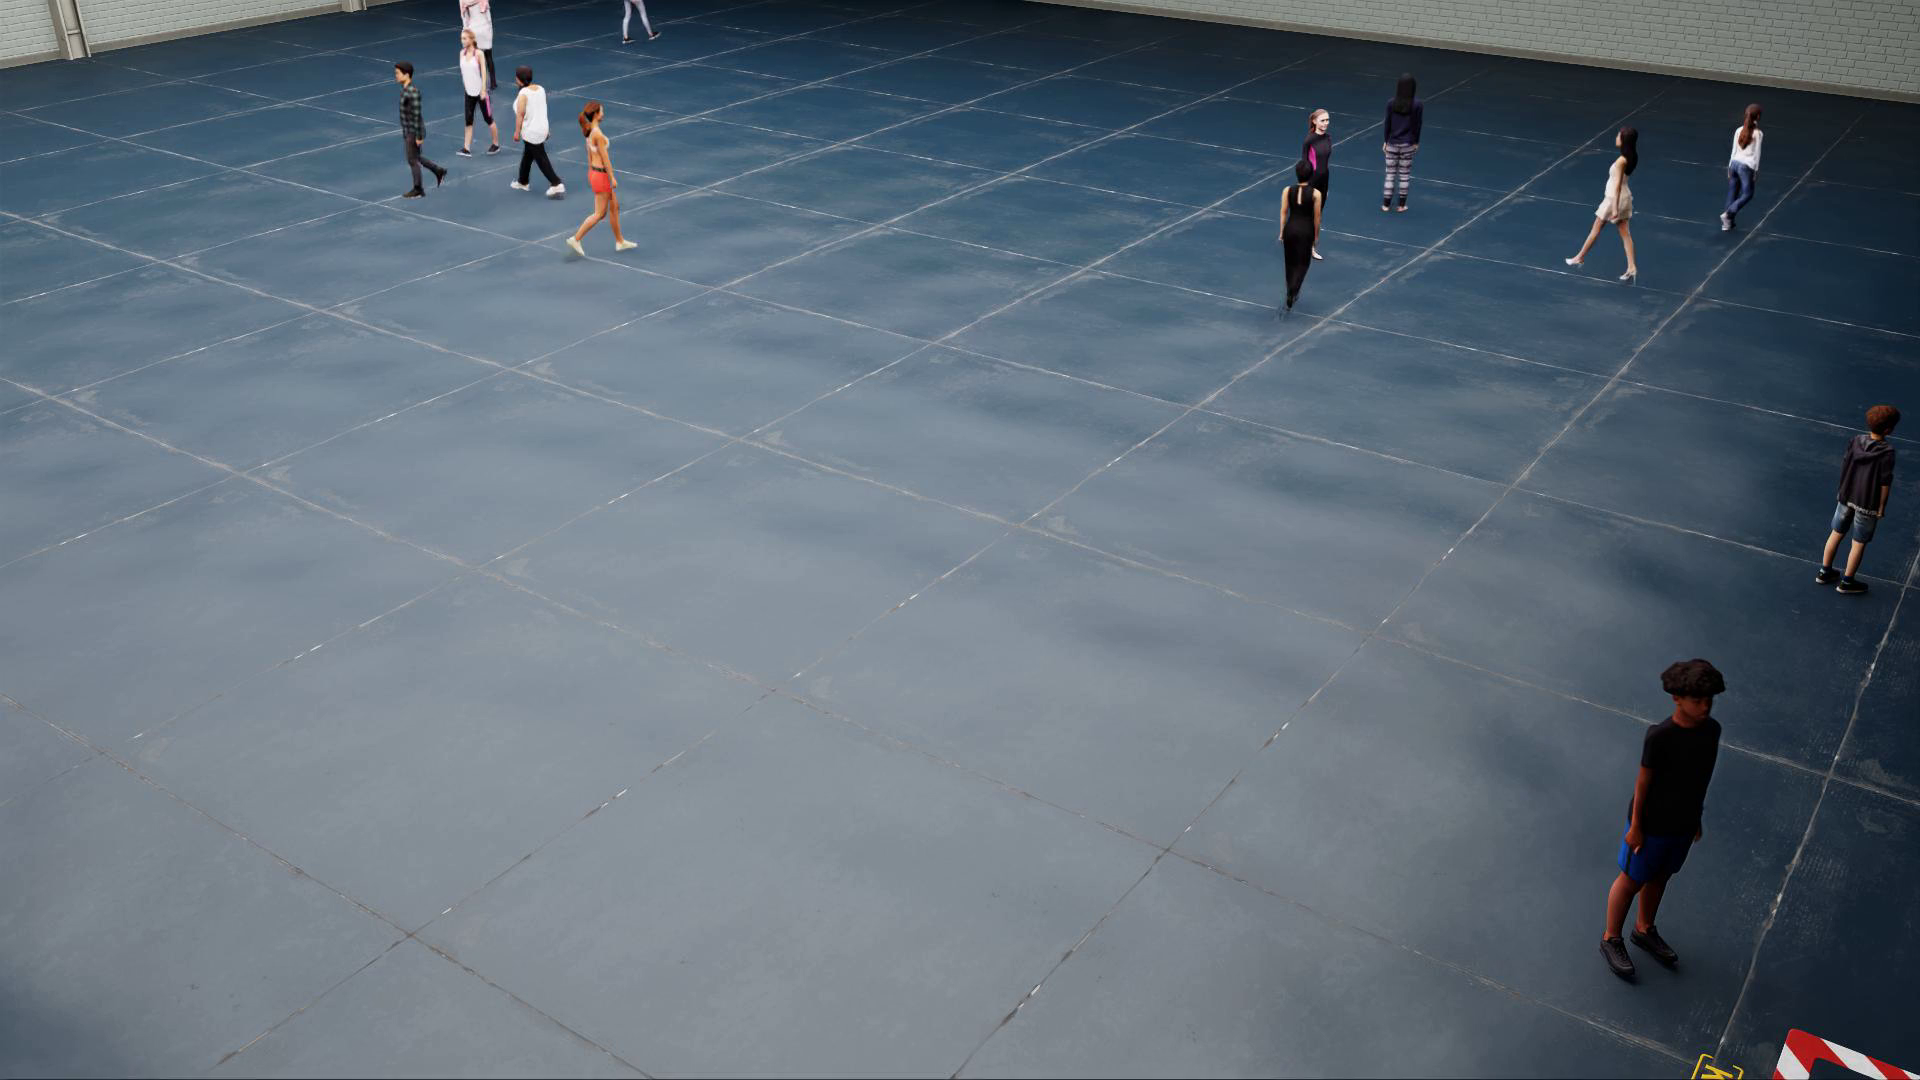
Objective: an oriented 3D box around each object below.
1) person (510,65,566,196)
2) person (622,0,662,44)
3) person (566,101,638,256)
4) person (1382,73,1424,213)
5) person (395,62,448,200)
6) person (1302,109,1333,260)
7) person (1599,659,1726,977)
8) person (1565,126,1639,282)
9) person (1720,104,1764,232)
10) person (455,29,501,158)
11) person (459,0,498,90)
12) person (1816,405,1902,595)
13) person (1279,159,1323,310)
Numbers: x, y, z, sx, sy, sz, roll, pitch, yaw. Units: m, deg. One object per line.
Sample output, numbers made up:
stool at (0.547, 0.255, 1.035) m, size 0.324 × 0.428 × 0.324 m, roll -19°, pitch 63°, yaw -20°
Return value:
person at (-5.494, -5.274, 21.572) m, size 0.957 × 1.653 × 1.122 m, roll 8°, pitch 28°, yaw 15°
person at (-6.161, -10.094, 30.889) m, size 0.660 × 1.692 × 1.033 m, roll 24°, pitch 35°, yaw 38°
person at (-4.229, -4.144, 19.254) m, size 1.156 × 1.766 × 0.902 m, roll -14°, pitch 30°, yaw -25°
person at (5.559, -5.010, 20.972) m, size 0.656 × 1.733 × 0.605 m, roll 9°, pitch 29°, yaw 17°
person at (-6.847, -5.198, 21.020) m, size 0.974 × 1.702 × 0.892 m, roll -13°, pitch 30°, yaw -23°
person at (4.090, -4.099, 19.183) m, size 0.601 × 1.750 × 0.708 m, roll -15°, pitch 31°, yaw -27°
person at (3.580, 1.391, 8.467) m, size 0.688 × 1.799 × 0.766 m, roll -9°, pitch 29°, yaw -17°
person at (7.378, -3.683, 18.448) m, size 1.041 × 1.684 × 0.777 m, roll -24°, pitch 36°, yaw -38°
person at (9.437, -4.477, 20.144) m, size 0.820 × 1.542 × 0.659 m, roll -18°, pitch 32°, yaw -31°
person at (-6.738, -6.298, 23.453) m, size 0.761 × 1.751 × 1.102 m, roll 11°, pitch 29°, yaw 20°
person at (-7.907, -8.335, 27.355) m, size 0.716 × 1.800 × 0.786 m, roll -6°, pitch 28°, yaw -11°
person at (6.588, -0.312, 12.160) m, size 0.640 × 1.446 × 0.619 m, roll -13°, pitch 30°, yaw -23°
person at (3.571, -3.204, 17.621) m, size 0.674 × 1.588 × 0.914 m, roll 12°, pitch 30°, yaw 22°
